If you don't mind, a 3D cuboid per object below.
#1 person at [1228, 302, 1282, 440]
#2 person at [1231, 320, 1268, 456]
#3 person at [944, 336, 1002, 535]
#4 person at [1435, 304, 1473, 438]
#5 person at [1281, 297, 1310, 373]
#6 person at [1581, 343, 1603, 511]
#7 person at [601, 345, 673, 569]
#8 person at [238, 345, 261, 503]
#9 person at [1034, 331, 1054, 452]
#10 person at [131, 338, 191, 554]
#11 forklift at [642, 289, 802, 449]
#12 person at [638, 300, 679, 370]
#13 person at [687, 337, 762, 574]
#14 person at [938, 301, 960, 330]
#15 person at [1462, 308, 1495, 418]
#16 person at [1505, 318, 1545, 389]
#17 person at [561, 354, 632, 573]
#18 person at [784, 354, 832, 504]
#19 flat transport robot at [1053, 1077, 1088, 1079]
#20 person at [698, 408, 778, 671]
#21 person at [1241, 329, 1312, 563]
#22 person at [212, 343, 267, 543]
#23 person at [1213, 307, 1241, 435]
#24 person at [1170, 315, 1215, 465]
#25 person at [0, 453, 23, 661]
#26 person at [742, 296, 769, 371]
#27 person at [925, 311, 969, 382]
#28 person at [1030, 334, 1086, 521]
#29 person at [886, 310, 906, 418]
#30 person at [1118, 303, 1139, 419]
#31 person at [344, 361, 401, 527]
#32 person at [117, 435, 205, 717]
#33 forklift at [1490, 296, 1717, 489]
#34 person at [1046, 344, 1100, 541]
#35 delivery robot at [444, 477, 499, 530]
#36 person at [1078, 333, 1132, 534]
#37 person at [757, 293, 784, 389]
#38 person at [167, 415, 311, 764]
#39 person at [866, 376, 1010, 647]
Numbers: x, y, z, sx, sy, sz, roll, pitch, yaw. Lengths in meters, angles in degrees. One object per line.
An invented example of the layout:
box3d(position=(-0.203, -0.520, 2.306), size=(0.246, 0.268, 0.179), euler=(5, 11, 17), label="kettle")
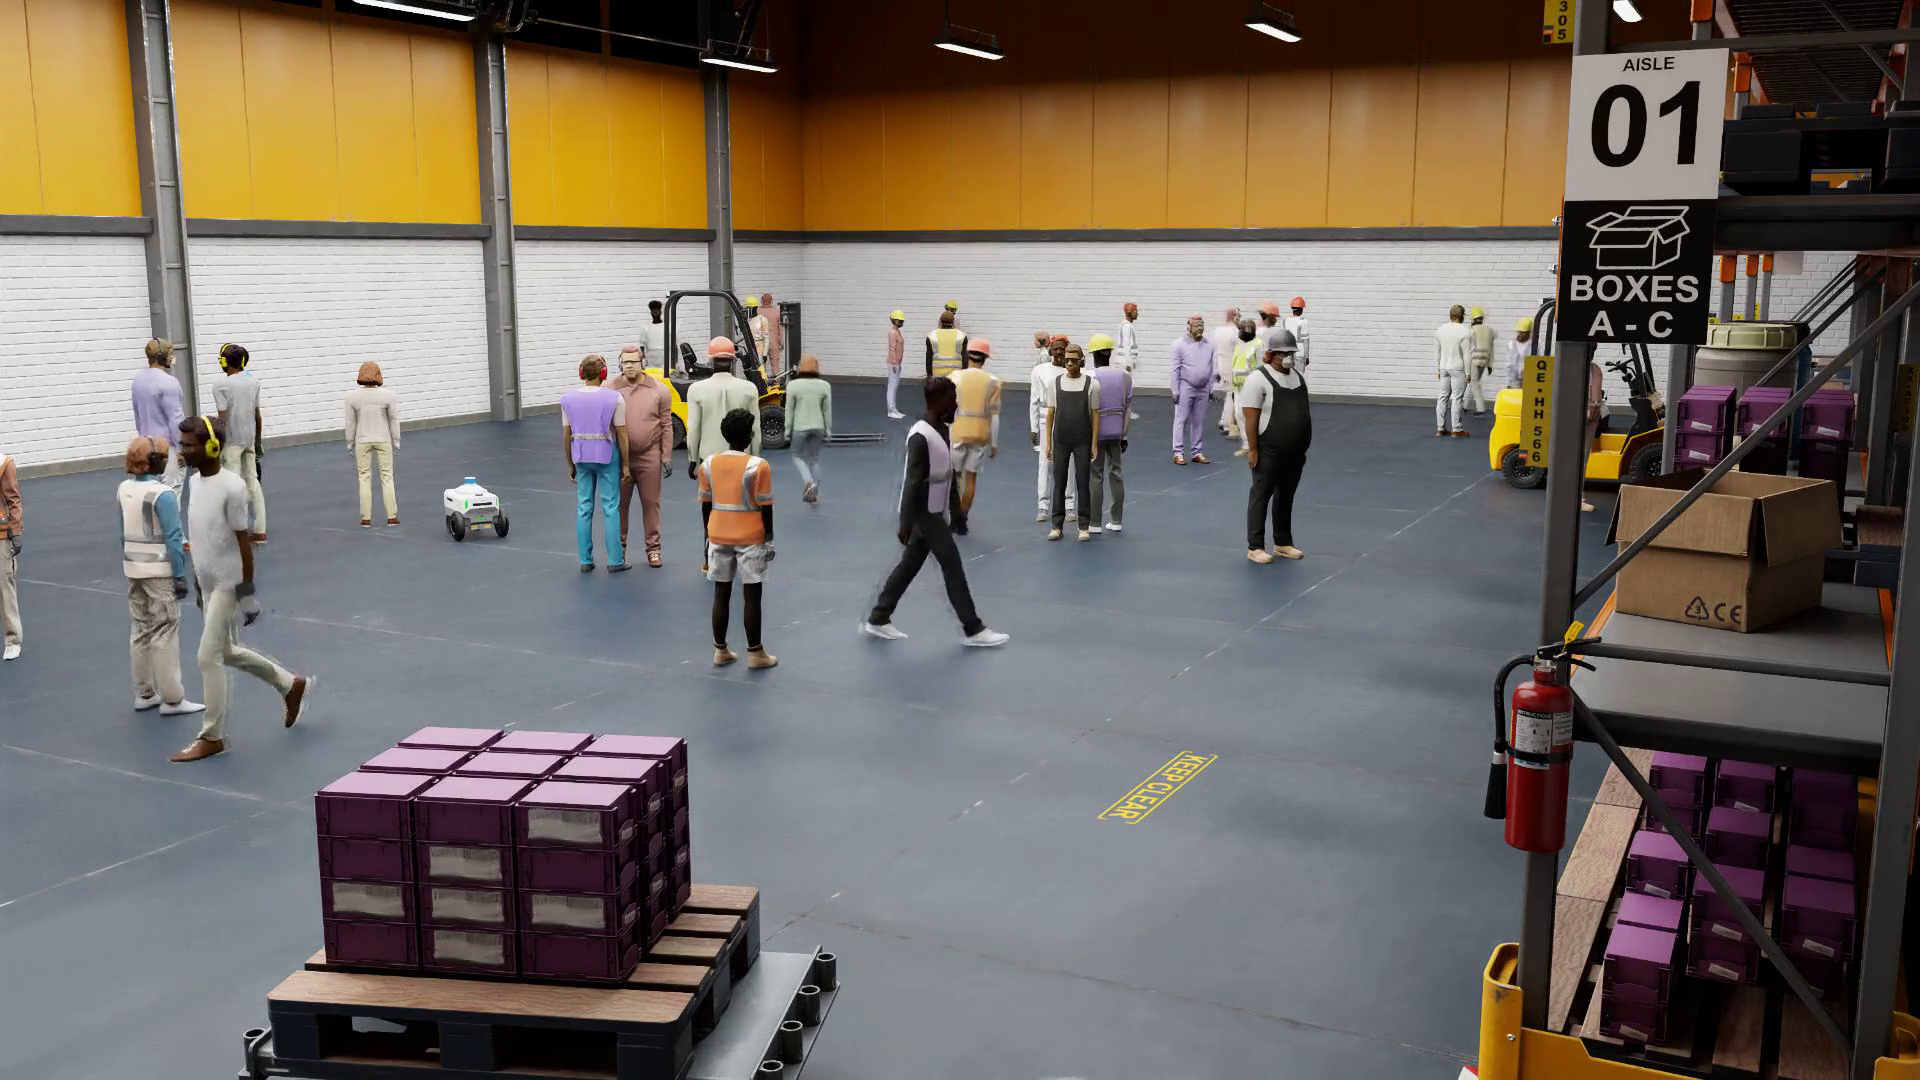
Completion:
box3d(position=(4.345, -2.398, 23.805), size=(1.088, 1.975, 0.635), euler=(-2, 10, -10), label="person")
box3d(position=(3.810, -1.981, 21.910), size=(0.429, 1.808, 0.725), euler=(-4, 11, -24), label="person")
box3d(position=(0.102, -0.975, 15.800), size=(0.592, 1.901, 0.586), euler=(0, 10, -1), label="person")
box3d(position=(7.209, -2.462, 24.280), size=(0.370, 1.940, 0.630), euler=(-7, 12, -35), label="person")
box3d(position=(5.754, -3.189, 28.486), size=(0.551, 1.936, 0.357), euler=(9, 14, 43), label="person")
box3d(position=(6.414, -1.195, 17.243), size=(0.621, 1.838, 0.429), euler=(-5, 11, -28), label="person")
box3d(position=(-2.771, -0.703, 14.190), size=(0.643, 1.910, 0.400), euler=(-1, 10, -5), label="person")
box3d(position=(-7.735, -1.246, 17.939), size=(0.318, 1.697, 0.533), euler=(-1, 10, -7), label="person")
box3d(position=(1.146, -2.011, 22.567), size=(0.315, 1.631, 0.525), euler=(0, 10, 2), label="person")
box3d(position=(-7.095, -0.830, 14.833), size=(0.647, 1.936, 0.367), euler=(7, 12, 34), label="person")
box3d(position=(-3.358, -2.392, 23.136), size=(2.313, 2.155, 1.214), euler=(-1, 10, -5), label="forklift")
box3d(position=(-4.781, -2.813, 26.285), size=(0.626, 1.940, 0.667), euler=(0, 10, -2), label="person")
box3d(position=(-1.972, -0.696, 13.895), size=(0.628, 1.992, 0.393), euler=(-3, 10, -15), label="person")
box3d(position=(-0.192, -3.791, 32.501), size=(0.524, 1.759, 0.337), euler=(7, 12, 36), label="person")
box3d(position=(8.428, -2.920, 27.360), size=(0.610, 1.780, 0.929), euler=(-4, 10, -20), label="person")
box3d(position=(8.012, -2.264, 23.639), size=(0.608, 1.769, 0.807), euler=(9, 14, 43), label="person")
box3d(position=(-3.051, -0.632, 13.957), size=(0.567, 1.845, 0.389), euler=(1, 10, 8), label="person")
box3d(position=(-1.614, -1.173, 17.733), size=(0.525, 1.620, 0.402), euler=(-4, 11, -23), label="person")
box3d(position=(-0.034, 1.809, 4.373), size=(1.431, 0.197, 0.652), euler=(-7, 12, -35), label="flat transport robot")
box3d(position=(-1.428, -0.004, 10.744), size=(0.540, 1.697, 0.317), euler=(4, 11, 23), label="person")
box3d(position=(2.803, -0.822, 14.492), size=(0.689, 2.000, 0.537), euler=(-7, 12, -34), label="person")
box3d(position=(-6.630, -0.867, 15.260), size=(0.317, 1.865, 0.531), euler=(5, 11, 25), label="person")
box3d(position=(4.064, -2.488, 24.567), size=(0.503, 1.891, 0.655), euler=(-4, 10, -20), label="person")
box3d(position=(2.977, -1.906, 21.154), size=(0.643, 1.910, 0.400), euler=(-5, 11, -25), label="person")
box3d(position=(-6.448, -0.010, 10.951), size=(0.522, 1.638, 0.310), euler=(-2, 10, -9), label="person")
box3d(position=(-3.617, -3.317, 29.266), size=(0.591, 1.923, 0.381), euler=(8, 13, 38), label="person")
box3d(position=(-0.188, -2.427, 24.354), size=(0.635, 1.842, 0.429), euler=(0, 10, -2), label="person")
box3d(position=(0.987, -1.121, 16.682), size=(0.575, 1.882, 0.355), euler=(0, 10, -1), label="person")
box3d(position=(-1.035, -2.869, 27.147), size=(0.329, 1.764, 0.524), euler=(1, 10, 8), label="person")
box3d(position=(2.733, -2.908, 27.031), size=(0.345, 1.882, 0.598), euler=(1, 10, 5), label="person")
box3d(position=(-5.763, -0.939, 16.343), size=(0.509, 1.632, 0.267), euler=(-3, 10, -15), label="person")
box3d(position=(-4.686, 0.210, 9.682), size=(0.522, 1.636, 0.310), euler=(6, 12, 33), label="person")
box3d(position=(7.296, -1.677, 18.993), size=(2.313, 2.155, 1.214), euler=(5, 11, 27), label="forklift")
box3d(position=(1.049, -0.907, 15.548), size=(0.507, 1.846, 0.344), euler=(2, 10, 10), label="person")
box3d(position=(-4.647, -0.354, 15.808), size=(0.477, 0.478, 0.707), euler=(-6, 12, -33), label="delivery robot")
box3d(position=(1.365, -1.014, 15.936), size=(0.587, 1.926, 0.368), euler=(-5, 11, -28), label="person")
box3d(position=(-3.732, -3.835, 32.313), size=(0.652, 1.908, 0.409), euler=(-1, 10, -4), label="person")
box3d(position=(-3.933, 0.231, 8.986), size=(0.520, 1.847, 0.803), euler=(8, 13, 39), label="person")
box3d(position=(-0.199, -0.196, 11.410), size=(1.046, 1.862, 0.599), euler=(2, 10, 13), label="person")
